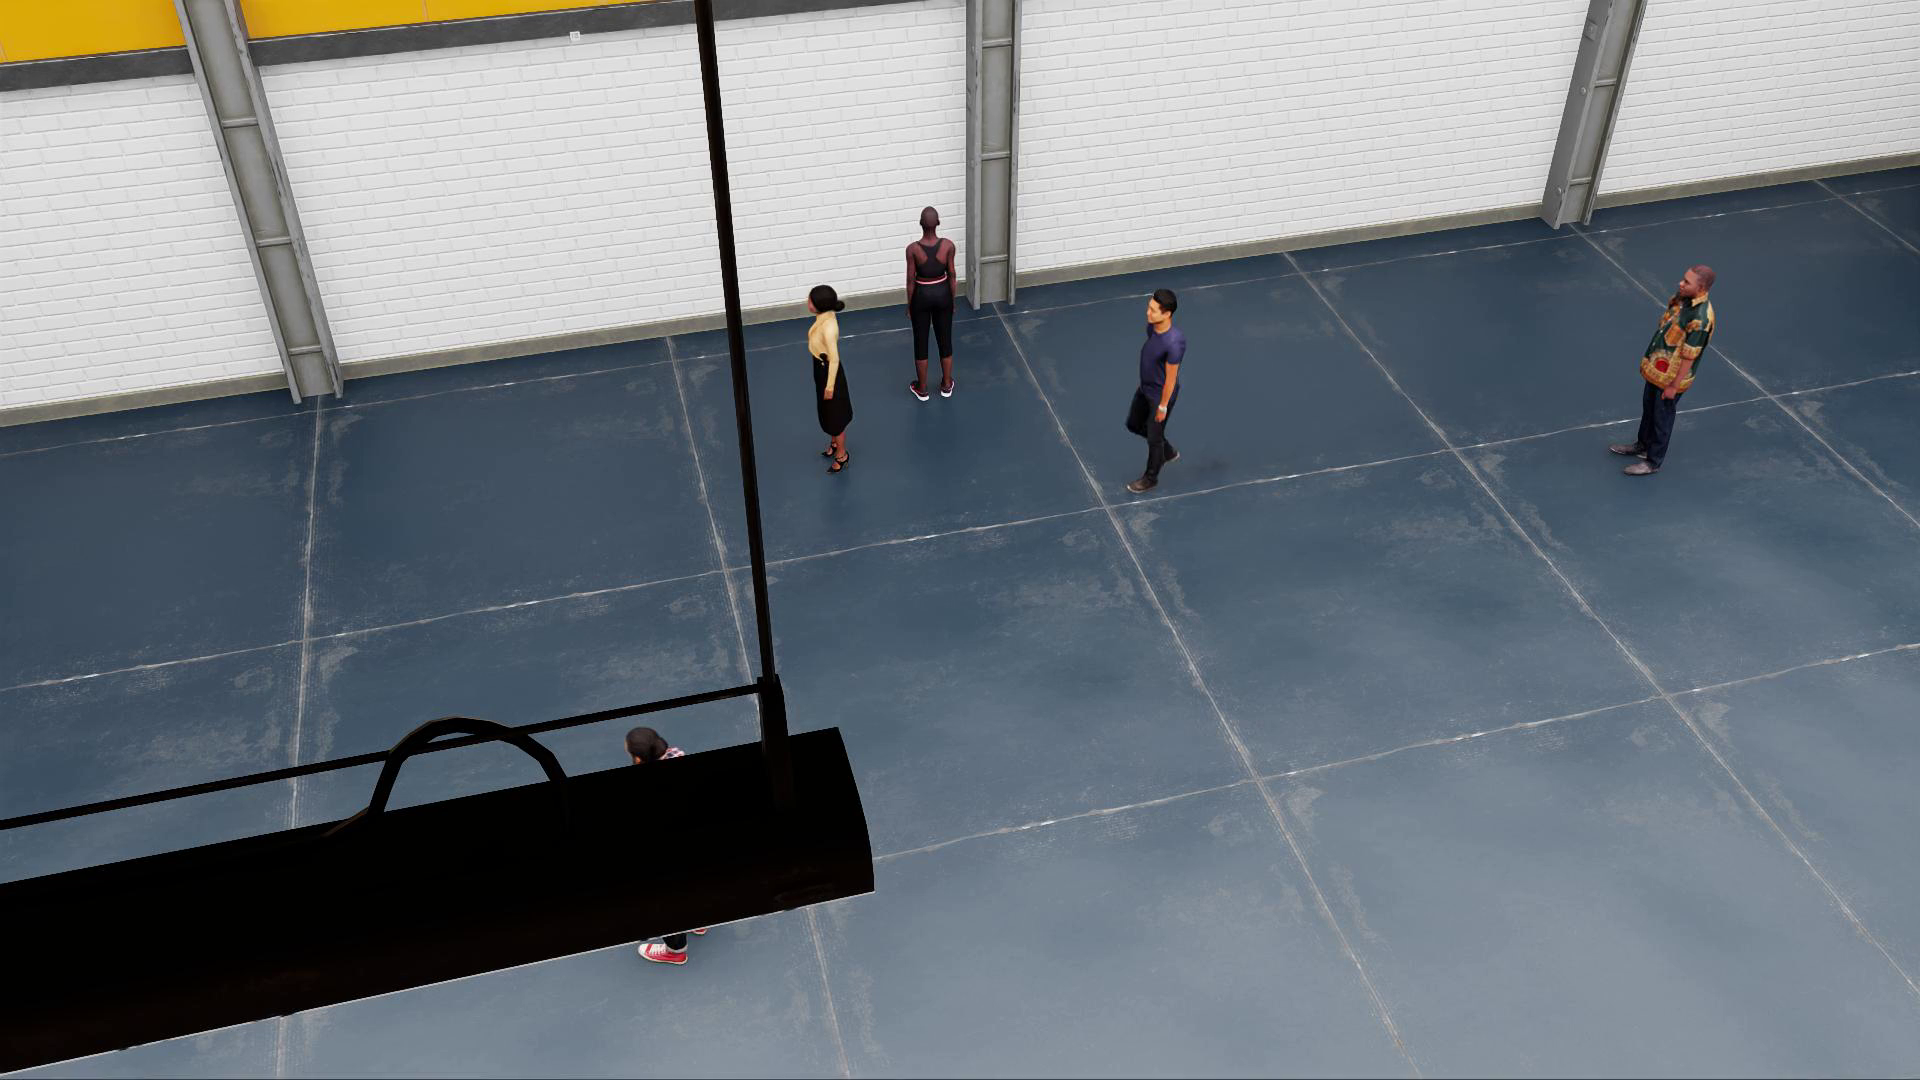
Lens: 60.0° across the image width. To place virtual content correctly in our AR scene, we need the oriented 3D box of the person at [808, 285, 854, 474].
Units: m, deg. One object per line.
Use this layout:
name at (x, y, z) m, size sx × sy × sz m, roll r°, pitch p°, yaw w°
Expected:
person at (-1.020, -1.263, 12.945) m, size 0.547 × 1.654 × 0.586 m, roll -7°, pitch 39°, yaw -9°

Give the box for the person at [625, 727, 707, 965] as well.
person at (-1.642, 1.670, 9.187) m, size 0.809 × 1.760 × 0.781 m, roll 15°, pitch 41°, yaw 18°

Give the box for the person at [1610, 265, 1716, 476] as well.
person at (5.519, -1.329, 12.904) m, size 0.737 × 1.808 × 0.756 m, roll -1°, pitch 39°, yaw -1°

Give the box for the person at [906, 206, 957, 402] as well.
person at (-0.237, -1.954, 13.727) m, size 0.469 × 1.758 × 0.639 m, roll -8°, pitch 39°, yaw -9°

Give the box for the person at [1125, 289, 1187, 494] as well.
person at (1.582, -1.136, 12.685) m, size 0.741 × 1.779 × 0.689 m, roll -14°, pitch 41°, yaw -16°
